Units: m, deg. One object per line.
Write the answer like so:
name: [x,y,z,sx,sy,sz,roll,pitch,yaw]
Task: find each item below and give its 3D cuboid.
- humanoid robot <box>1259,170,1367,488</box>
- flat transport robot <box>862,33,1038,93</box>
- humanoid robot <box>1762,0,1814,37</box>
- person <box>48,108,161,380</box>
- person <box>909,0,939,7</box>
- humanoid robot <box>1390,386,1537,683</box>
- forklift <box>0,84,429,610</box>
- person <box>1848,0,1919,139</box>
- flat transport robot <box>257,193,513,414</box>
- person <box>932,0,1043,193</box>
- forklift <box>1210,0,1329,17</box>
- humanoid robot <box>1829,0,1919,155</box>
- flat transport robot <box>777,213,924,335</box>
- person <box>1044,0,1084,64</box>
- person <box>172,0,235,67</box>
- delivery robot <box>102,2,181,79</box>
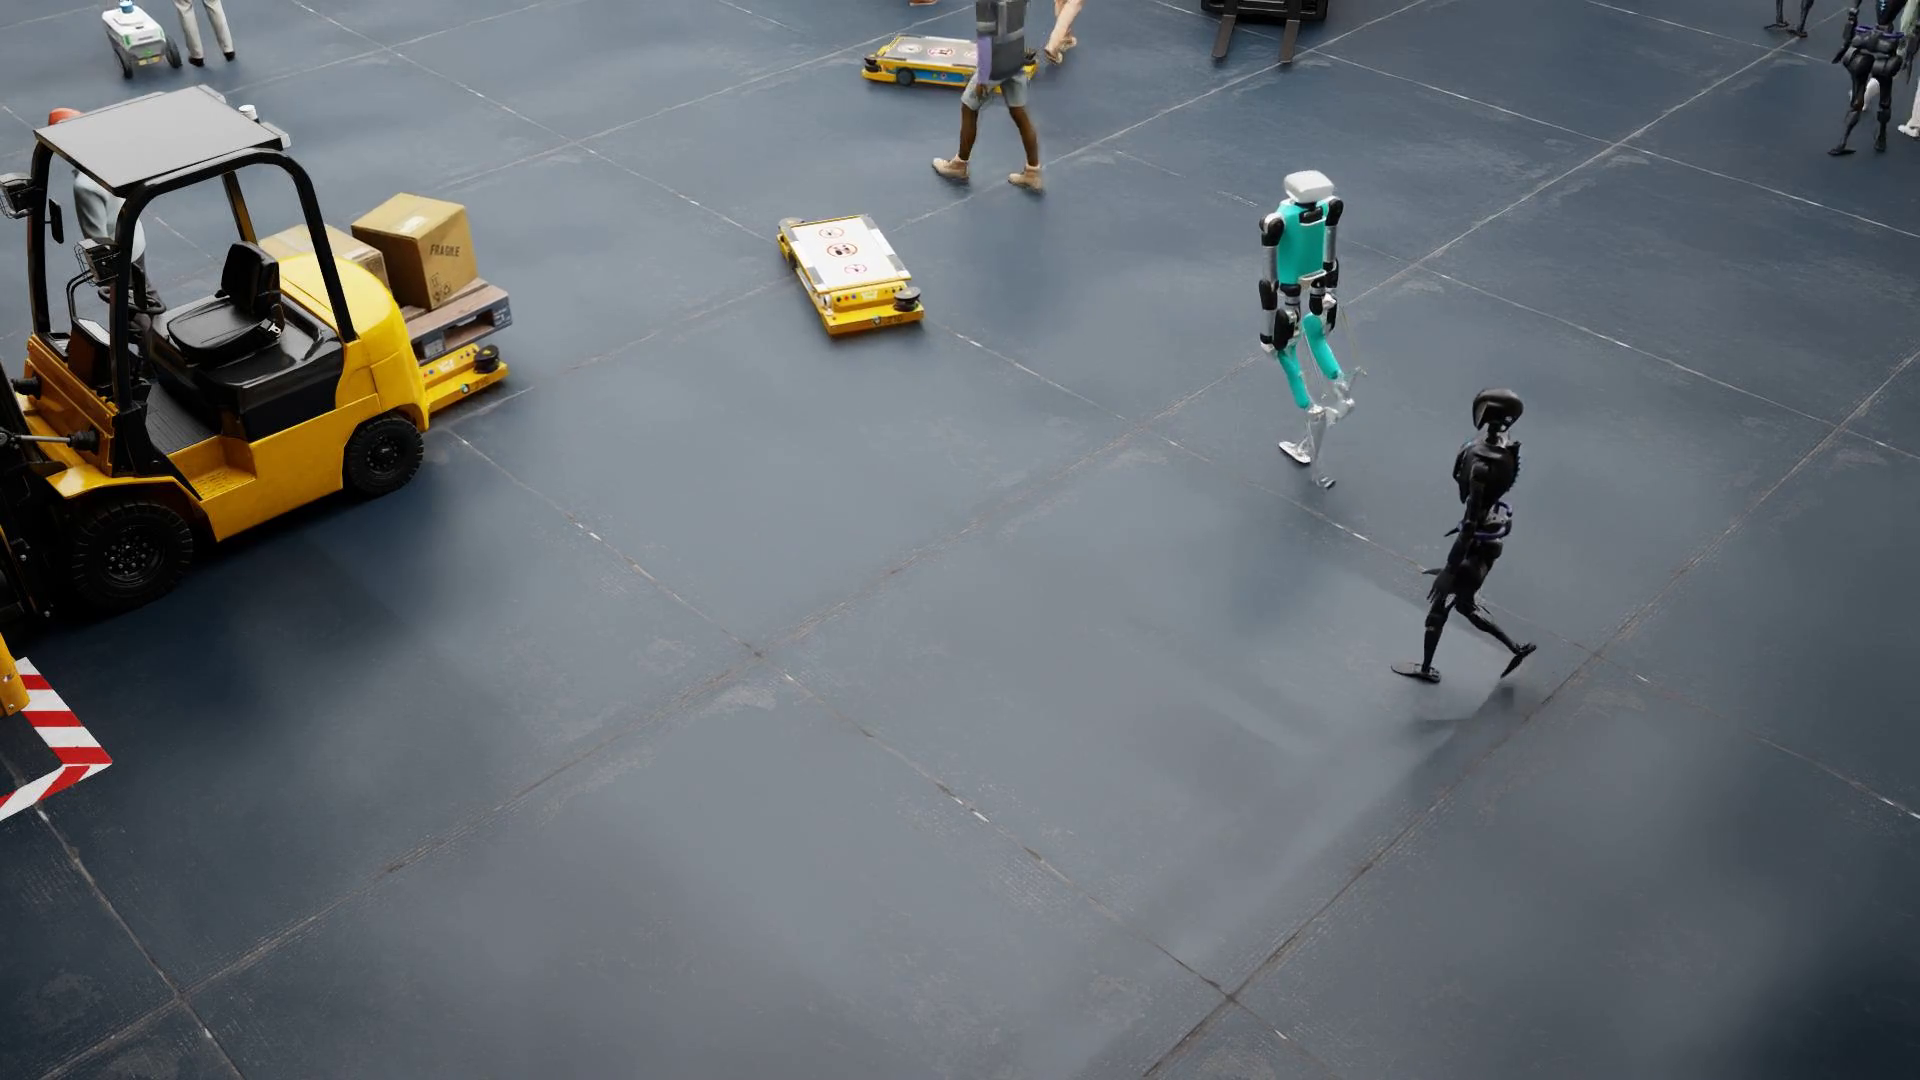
humanoid robot: [2.012,-1.067,9.291,0.543,1.888,0.787,-20,41,-25]
flat transport robot: [-0.083,-4.172,14.581,1.431,0.231,0.659,9,38,12]
humanoid robot: [7.747,-5.422,15.077,0.591,1.645,0.369,-8,38,-11]
person: [-5.188,-1.801,10.177,0.352,1.742,0.572,-4,37,-5]
person: [-0.418,-6.051,15.714,0.364,1.933,0.631,-14,39,-18]
humanoid robot: [2.466,0.044,7.778,0.638,1.638,0.603,17,40,21]
forklift: [-4.145,-1.093,8.856,2.313,2.155,1.214,-31,47,-34]
person: [7.711,-4.113,13.388,0.528,1.604,0.822,-1,37,-2]
flat transport robot: [-3.611,-1.225,10.637,1.431,0.231,0.659,27,44,31]
person: [0.204,-3.570,12.332,0.955,1.999,0.639,23,43,28]
forklift: [3.106,-6.400,15.960,1.214,2.155,2.313,8,37,10]
humanoid robot: [7.187,-3.838,12.980,0.535,1.636,0.610,-29,46,-33]
flat transport robot: [-0.779,-1.874,11.505,0.659,0.231,1.431,-12,38,-15]
person: [0.916,-5.060,14.541,0.530,1.760,0.804,19,41,24]
person: [-6.751,-5.036,14.473,0.550,1.781,0.384,-23,42,-27]
delivery robot: [-7.293,-4.460,14.712,0.499,0.576,0.757,-25,43,-30]
